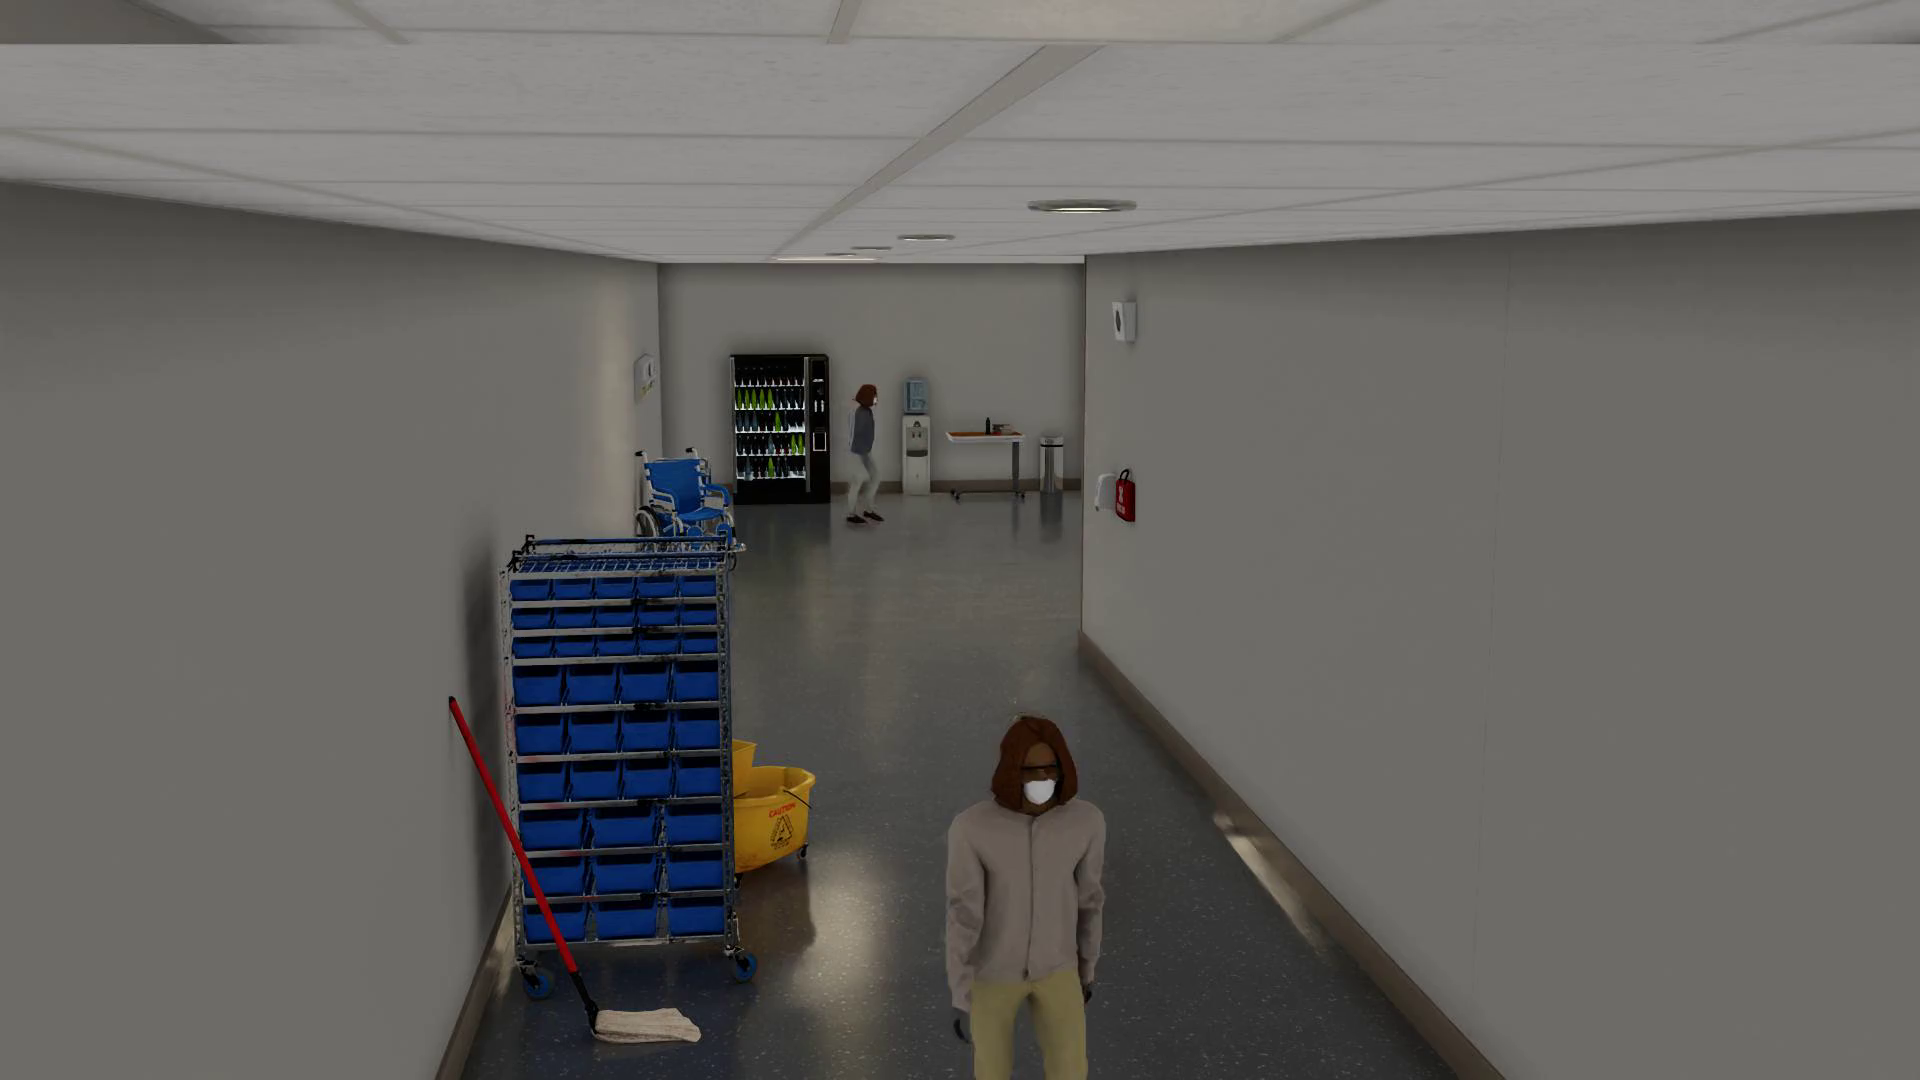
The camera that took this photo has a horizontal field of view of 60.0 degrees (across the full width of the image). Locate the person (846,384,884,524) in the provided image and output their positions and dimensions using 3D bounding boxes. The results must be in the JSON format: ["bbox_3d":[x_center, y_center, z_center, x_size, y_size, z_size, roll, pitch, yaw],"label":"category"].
[{"bbox_3d":[-1.073,-0.986,19.156,0.546,1.616,0.549,2,9,10],"label":"person"}]

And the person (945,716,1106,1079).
[{"bbox_3d":[0.206,1.317,4.859,0.515,1.610,0.705,-2,9,-11],"label":"person"}]
